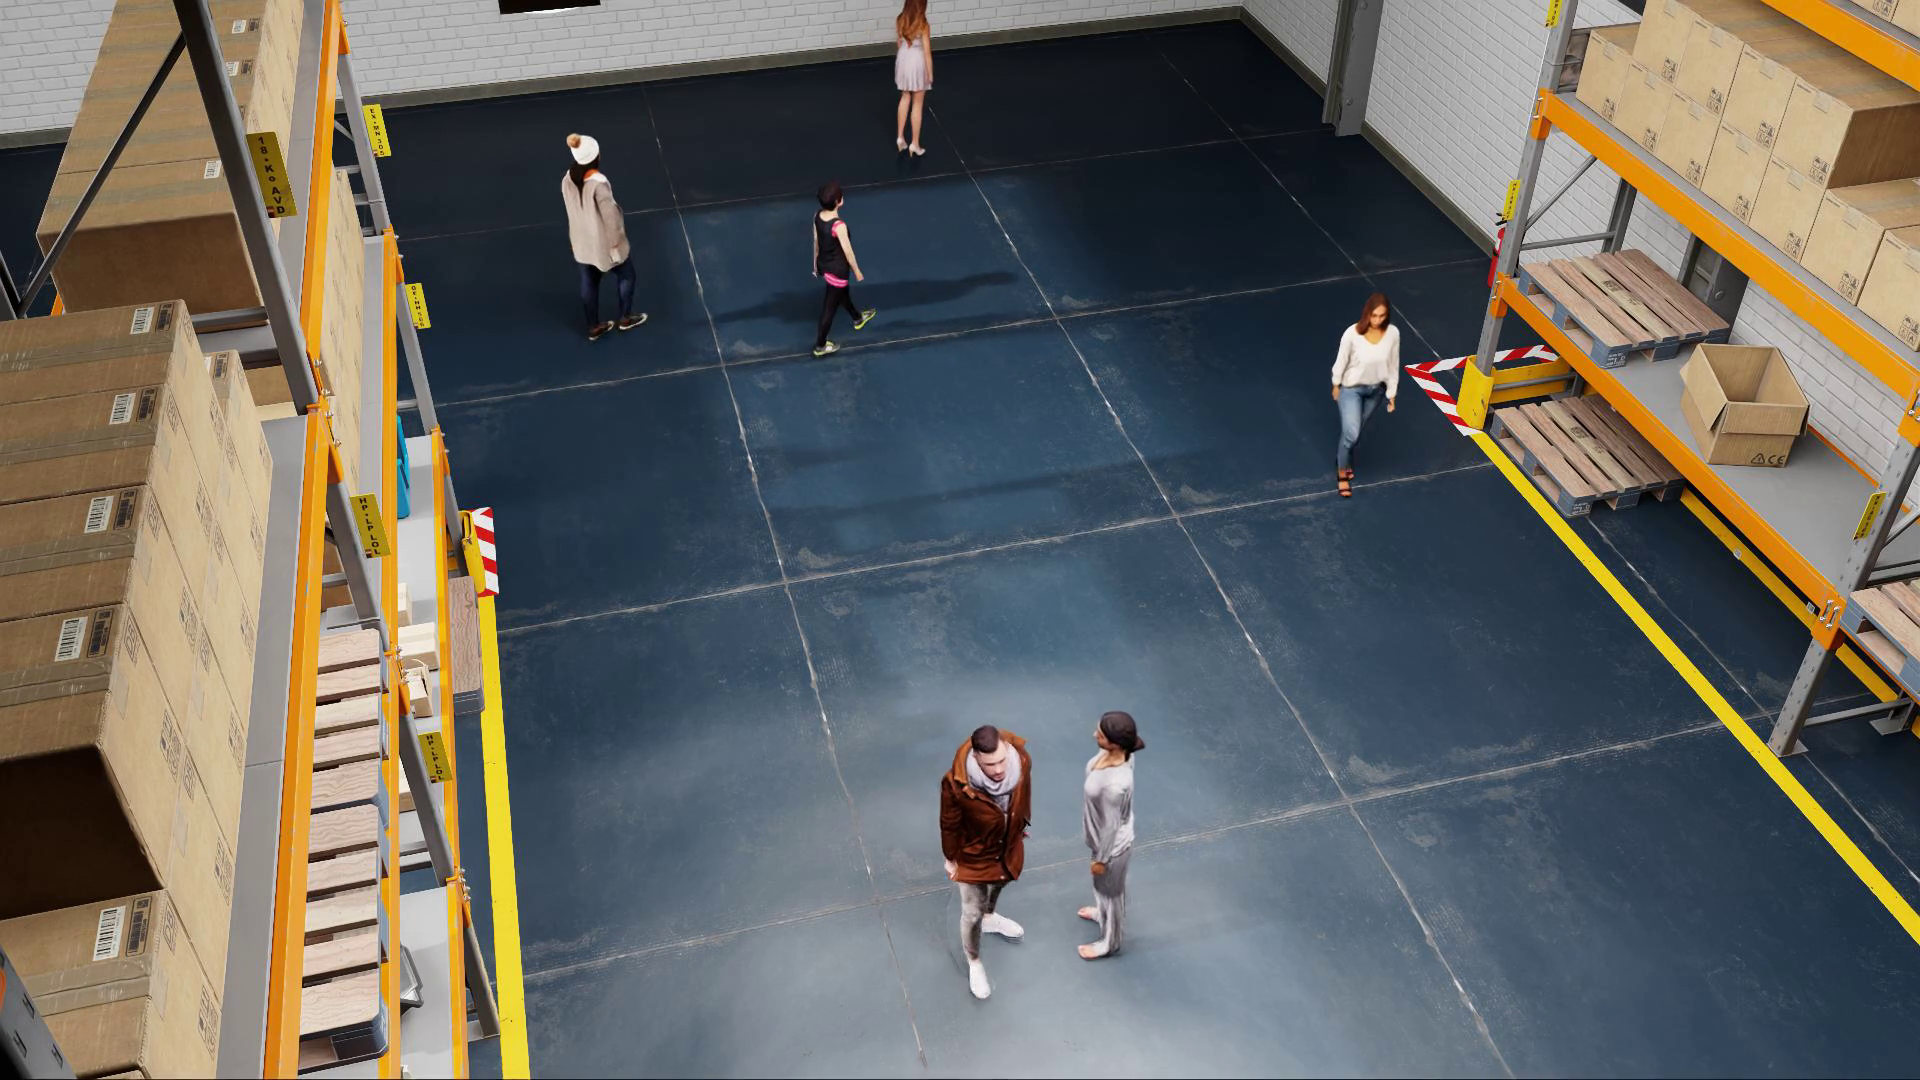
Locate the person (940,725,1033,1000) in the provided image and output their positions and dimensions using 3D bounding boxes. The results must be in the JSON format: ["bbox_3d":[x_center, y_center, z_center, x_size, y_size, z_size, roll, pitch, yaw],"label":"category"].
[{"bbox_3d":[0.119,1.593,8.927,0.845,1.823,0.874,-29,47,-31],"label":"person"}]

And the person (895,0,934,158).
[{"bbox_3d":[-0.501,-4.734,16.900,0.714,1.761,0.777,21,43,24],"label":"person"}]

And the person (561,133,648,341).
[{"bbox_3d":[-3.133,-2.513,14.026,0.921,1.875,0.983,22,43,25],"label":"person"}]

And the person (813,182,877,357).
[{"bbox_3d":[-1.125,-2.250,13.982,0.841,1.520,0.977,-24,45,-27],"label":"person"}]

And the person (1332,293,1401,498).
[{"bbox_3d":[3.011,-1.180,12.527,0.653,1.664,0.731,-5,39,-6],"label":"person"}]

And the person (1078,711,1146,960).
[{"bbox_3d":[0.820,1.578,8.986,0.713,1.773,0.574,3,39,4],"label":"person"}]
